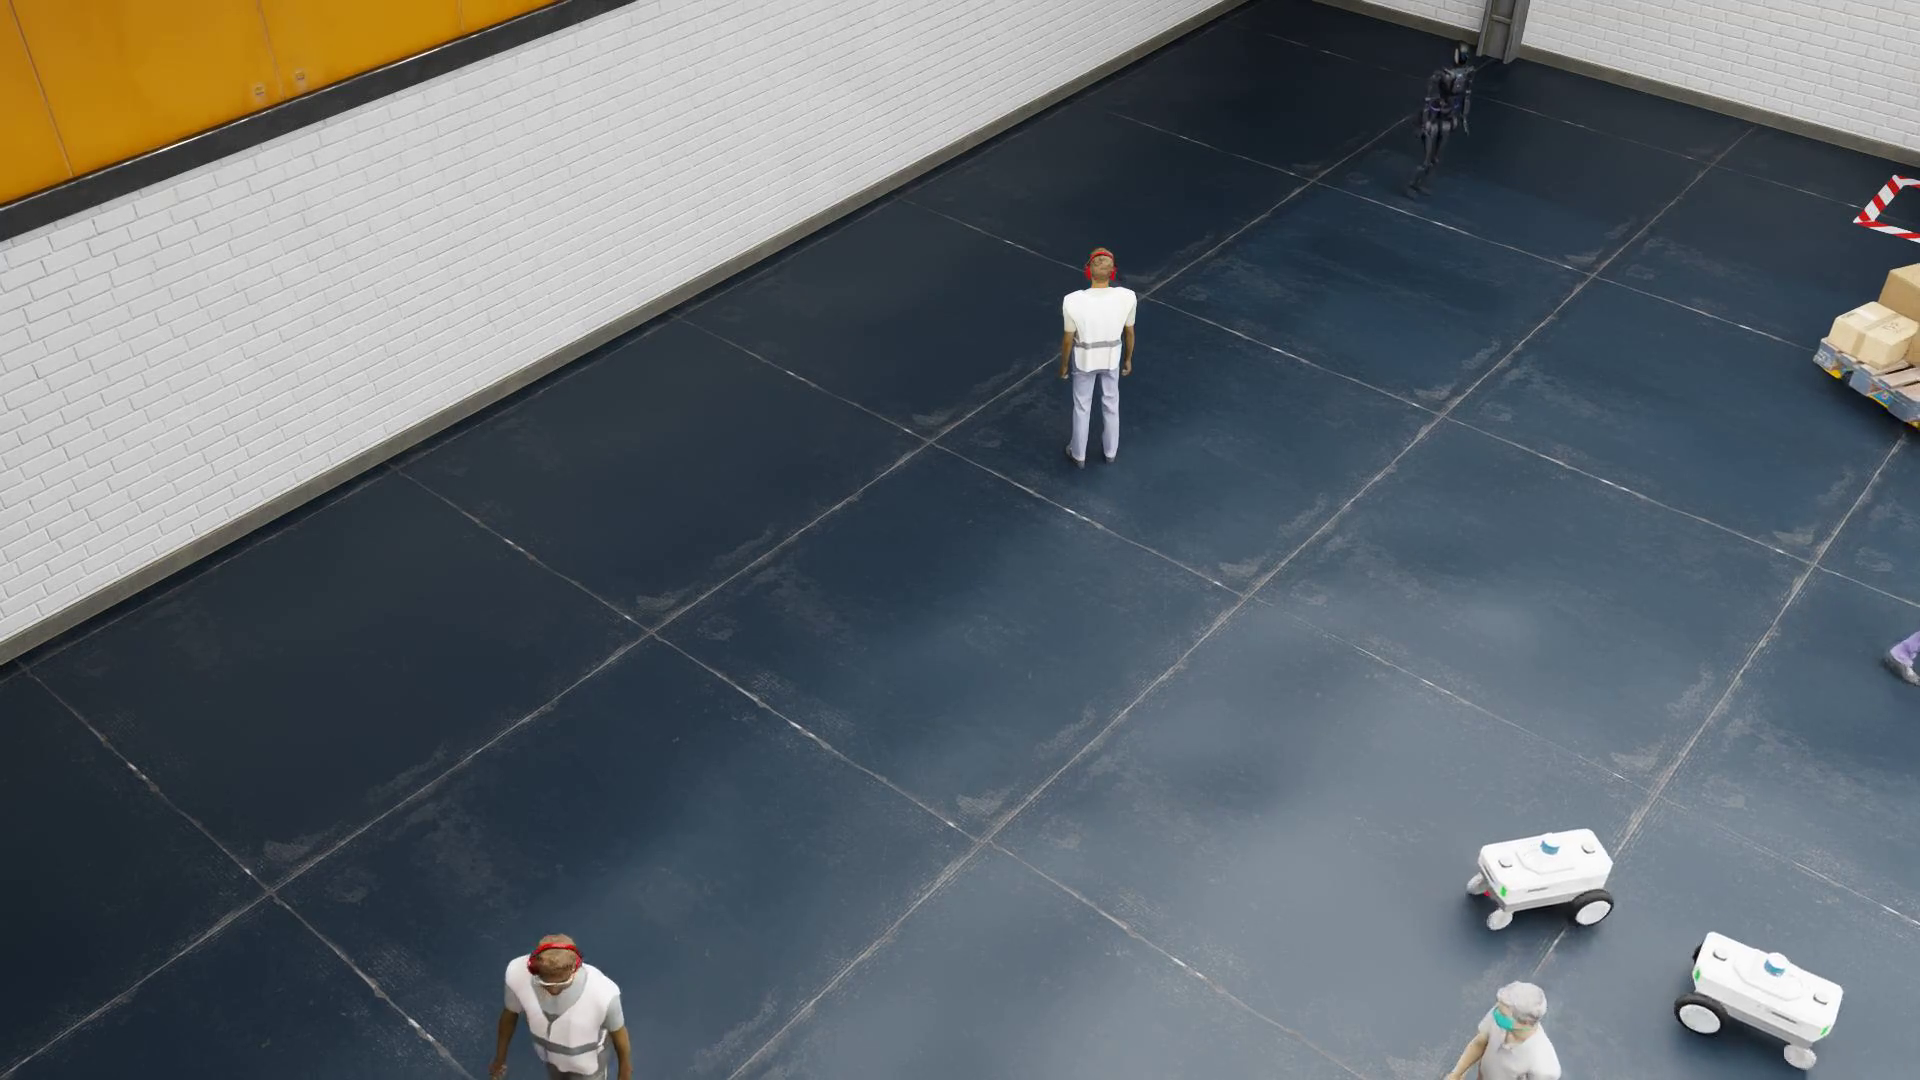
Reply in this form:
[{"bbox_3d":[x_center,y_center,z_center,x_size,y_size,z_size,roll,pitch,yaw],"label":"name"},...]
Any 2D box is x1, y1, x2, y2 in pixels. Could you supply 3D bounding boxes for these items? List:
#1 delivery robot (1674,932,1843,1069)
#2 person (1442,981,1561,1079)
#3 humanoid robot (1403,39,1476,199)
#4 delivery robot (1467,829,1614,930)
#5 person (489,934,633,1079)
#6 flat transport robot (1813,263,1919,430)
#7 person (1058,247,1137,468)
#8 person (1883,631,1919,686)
[{"bbox_3d":[4.321,2.452,9.012,0.774,0.592,0.499,22,44,25],"label":"delivery robot"},{"bbox_3d":[2.470,2.664,7.837,0.904,1.697,0.462,-3,39,-4],"label":"person"},{"bbox_3d":[4.696,-4.129,16.296,0.599,1.646,0.392,-14,41,-17],"label":"humanoid robot"},{"bbox_3d":[3.377,1.927,9.647,0.750,0.570,0.499,-7,39,-9],"label":"delivery robot"},{"bbox_3d":[-1.906,2.493,7.958,0.672,1.818,0.539,14,41,17],"label":"person"},{"bbox_3d":[7.911,-1.263,13.854,0.659,0.231,1.431,-14,41,-17],"label":"flat transport robot"},{"bbox_3d":[1.046,-1.358,12.717,0.568,1.840,0.373,-6,39,-7],"label":"person"},{"bbox_3d":[6.583,0.407,10.574,0.573,1.782,1.020,-24,45,-27],"label":"person"}]
